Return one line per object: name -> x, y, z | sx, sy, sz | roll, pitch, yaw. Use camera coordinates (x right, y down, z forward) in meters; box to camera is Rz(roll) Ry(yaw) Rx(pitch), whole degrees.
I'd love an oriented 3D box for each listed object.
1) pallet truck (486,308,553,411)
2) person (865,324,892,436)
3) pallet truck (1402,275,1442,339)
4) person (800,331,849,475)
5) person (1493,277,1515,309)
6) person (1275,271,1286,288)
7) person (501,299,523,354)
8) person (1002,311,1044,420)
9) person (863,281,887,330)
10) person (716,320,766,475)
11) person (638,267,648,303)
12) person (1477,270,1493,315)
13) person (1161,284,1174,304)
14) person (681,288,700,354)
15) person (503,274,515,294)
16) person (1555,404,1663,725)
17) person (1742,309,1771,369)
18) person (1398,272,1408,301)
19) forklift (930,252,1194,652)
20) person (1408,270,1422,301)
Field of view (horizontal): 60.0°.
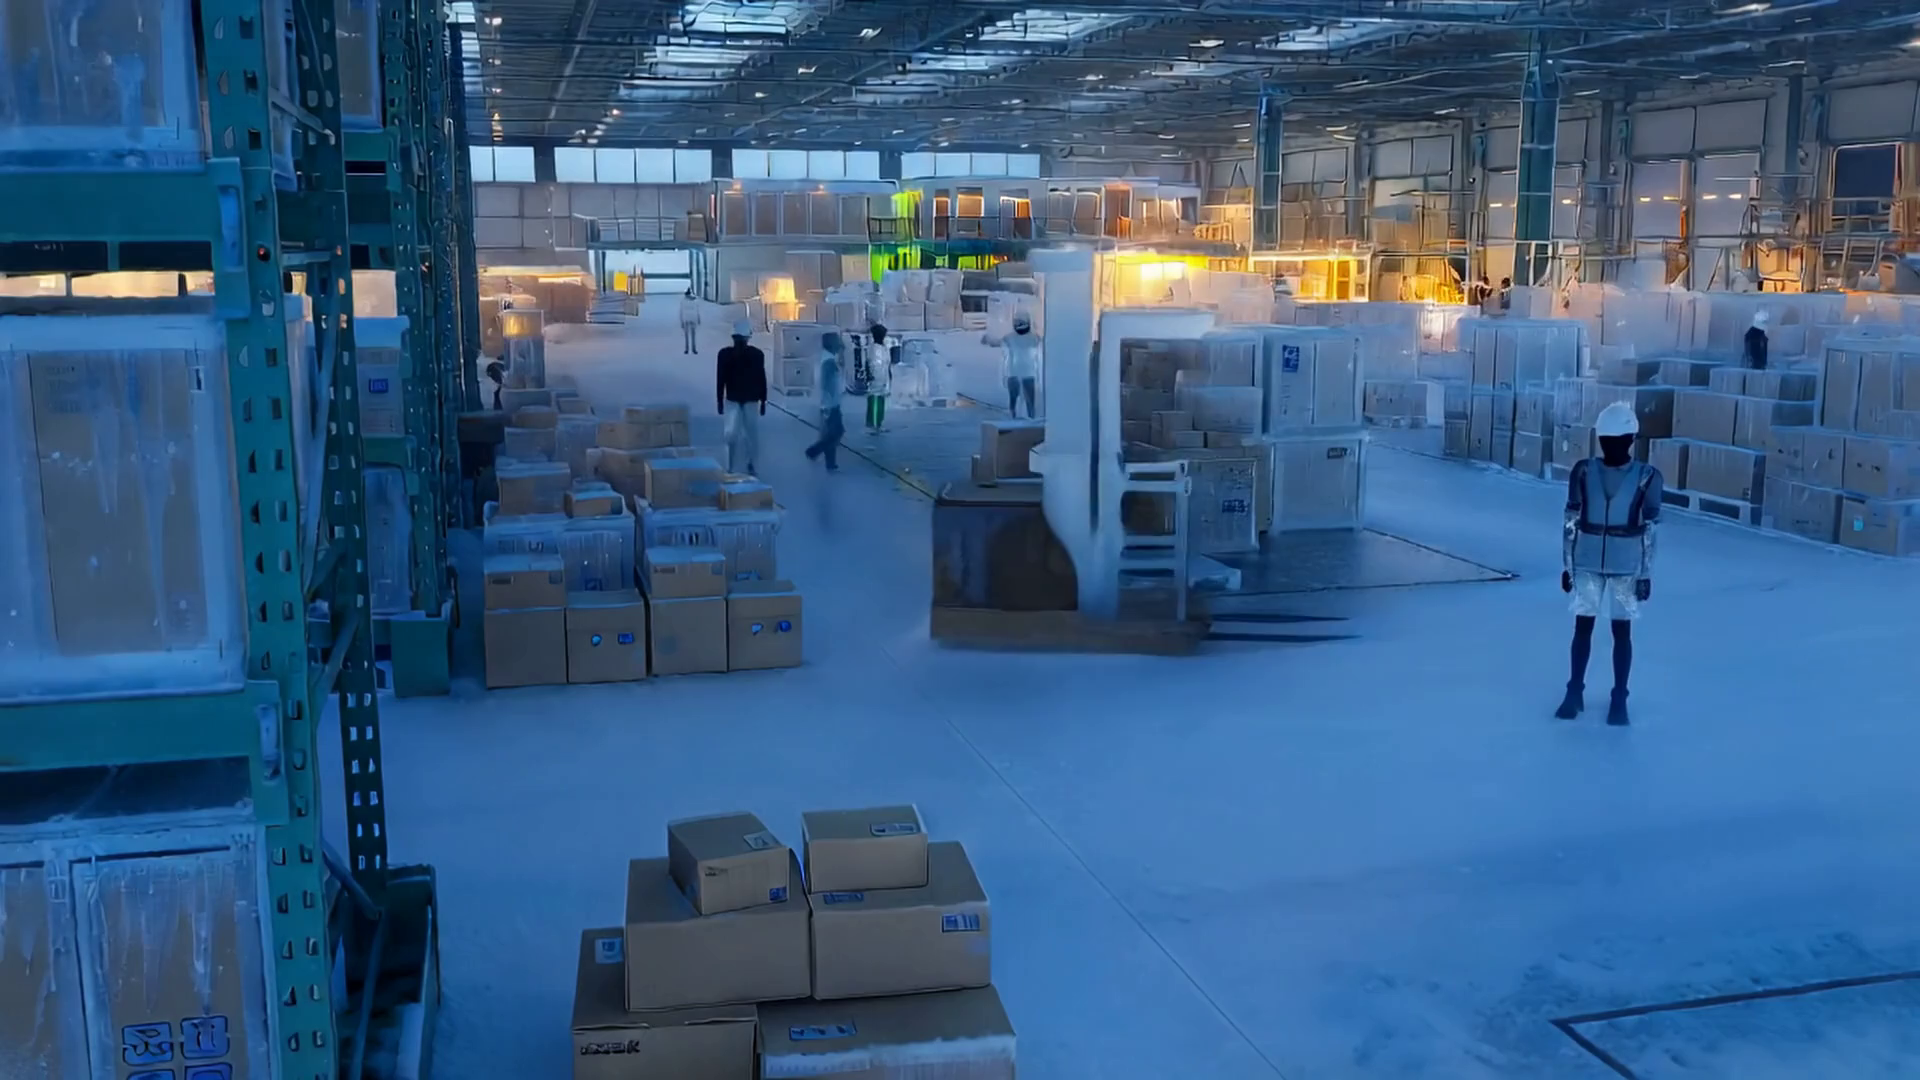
pallet truck -> -6.242, -2.418, 24.362 | 0.823, 1.965, 1.885 | 1, 10, 3
person -> -1.238, -2.443, 25.353 | 0.318, 1.700, 0.535 | 6, 12, 33
pallet truck -> 14.620, -7.324, 52.145 | 0.823, 1.965, 1.885 | 8, 13, 40
person -> -1.687, -1.693, 20.743 | 0.533, 1.827, 0.644 | -3, 10, -14
person -> 15.617, -6.564, 47.718 | 0.563, 2.000, 0.707 | -6, 12, -32
person -> 13.279, -10.229, 69.042 | 0.429, 1.839, 0.633 | 9, 14, 42
person -> -10.472, -4.805, 38.891 | 0.513, 1.642, 0.313 | -6, 12, -29
person -> 0.897, -2.340, 24.091 | 0.629, 1.940, 0.373 | 4, 11, 21
person -> -2.380, -6.270, 46.438 | 0.628, 1.909, 1.029 | -3, 10, -16
person -> -2.740, -1.740, 20.649 | 0.649, 1.953, 0.908 | 1, 10, 4
person -> -15.980, -12.835, 83.884 | 0.516, 1.819, 0.875 | -1, 10, -6
person -> 20.719, -9.688, 65.681 | 0.617, 1.944, 0.404 | 8, 13, 38
person -> 5.528, -5.734, 43.456 | 0.574, 1.886, 0.360 | 7, 12, 33
person -> -7.209, -5.858, 44.499 | 0.524, 1.769, 0.314 | -7, 12, -33
person -> -15.701, -8.338, 58.175 | 0.944, 1.908, 0.555 | 4, 11, 22
person -> 3.896, 0.147, 10.010 | 0.542, 1.938, 0.357 | 6, 12, 31
person -> 12.272, -2.552, 25.409 | 0.658, 1.905, 0.825 | -9, 13, -41
person -> 17.429, -9.599, 65.409 | 0.329, 1.865, 0.518 | -5, 11, -24
forklift -> 0.756, -0.679, 12.020 | 1.873, 2.768, 1.129 | 1, 10, 6
person -> 20.717, -11.384, 75.704 | 0.626, 1.808, 0.875 | 3, 10, 15
